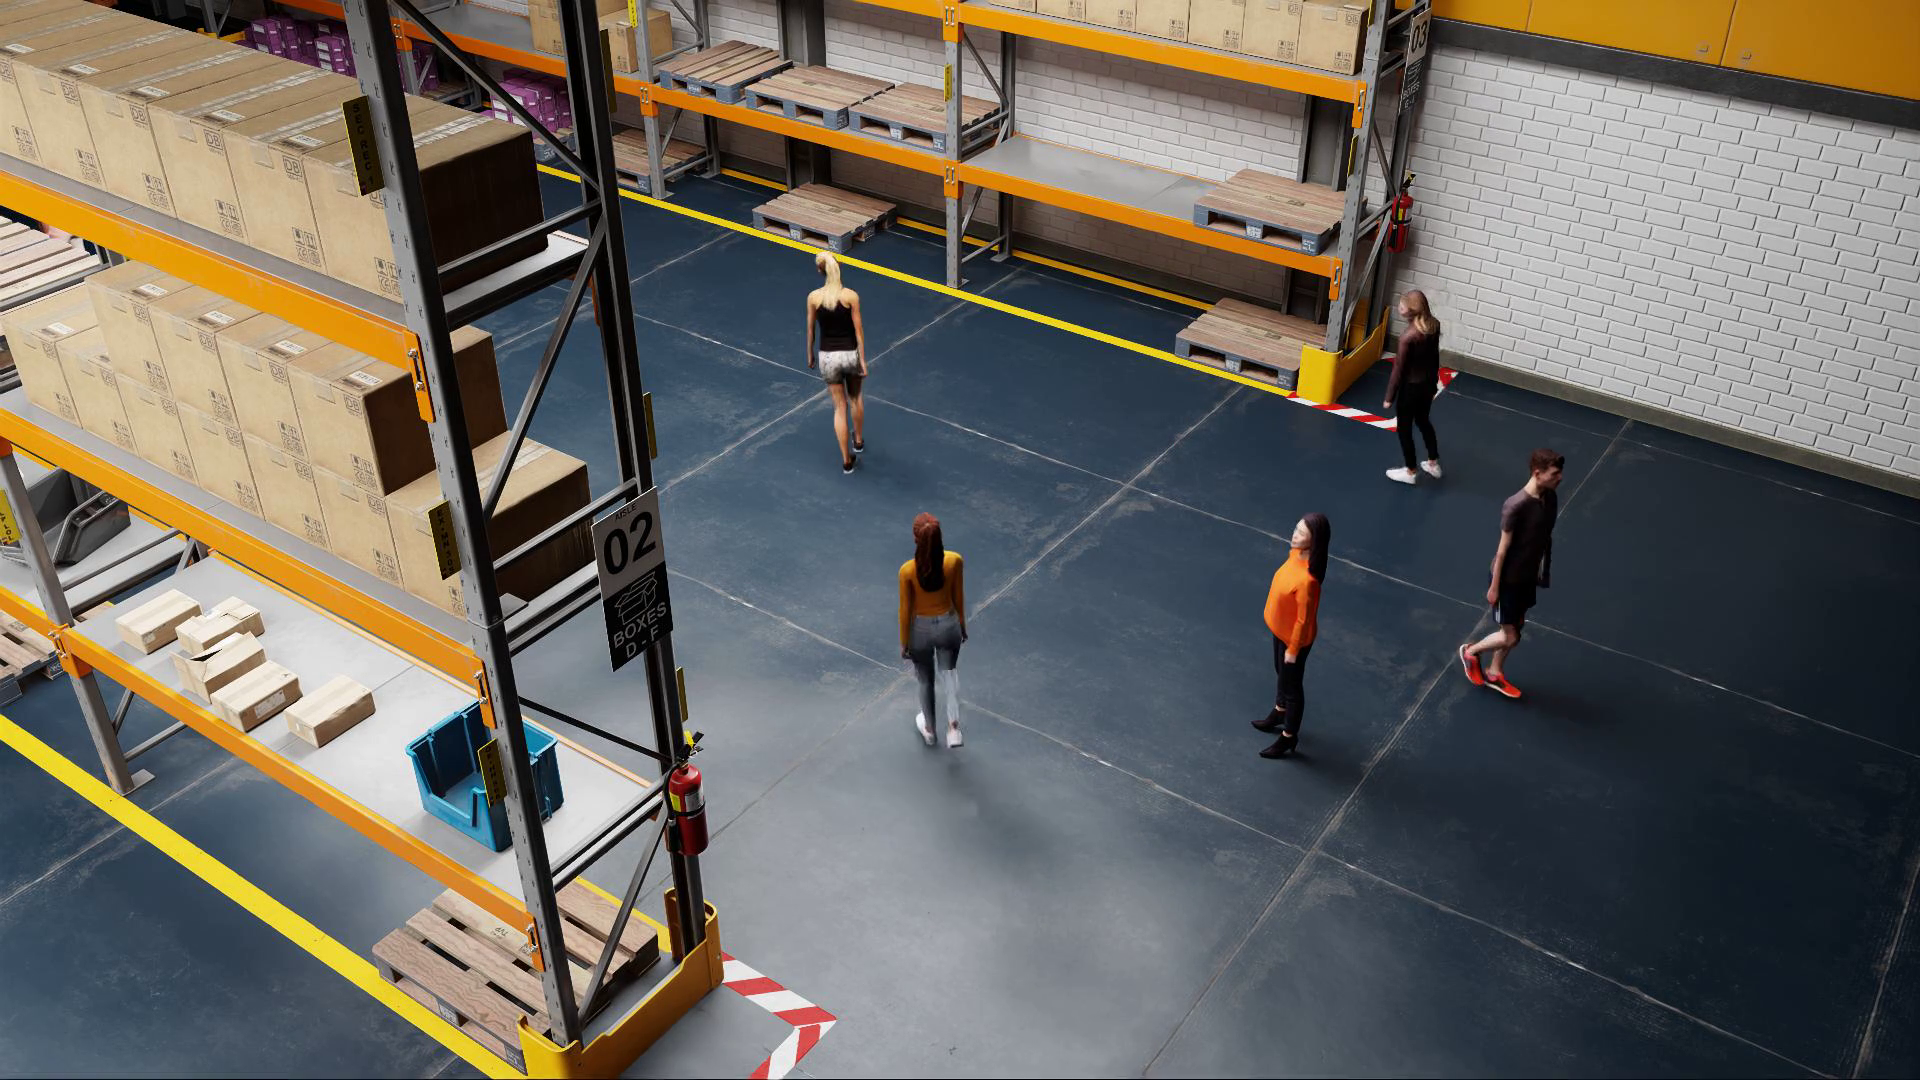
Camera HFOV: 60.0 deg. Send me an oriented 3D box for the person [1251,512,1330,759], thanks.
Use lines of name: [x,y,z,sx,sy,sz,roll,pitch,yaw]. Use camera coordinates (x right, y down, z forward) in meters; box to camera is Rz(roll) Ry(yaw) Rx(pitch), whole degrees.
person: [2.065,0.575,10.280,0.734,1.747,0.710,1,34,1]

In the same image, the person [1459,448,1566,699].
person: [3.540,0.195,10.764,0.771,1.844,0.798,-24,40,-31]

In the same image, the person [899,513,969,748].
person: [-0.132,0.629,10.210,0.867,1.735,0.953,-9,35,-13]

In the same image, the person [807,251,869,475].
person: [-0.930,-1.389,13.182,0.911,1.807,0.943,7,34,10]

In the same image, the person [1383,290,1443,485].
person: [3.590,-1.164,12.964,0.807,1.673,0.741,-17,37,-23]
